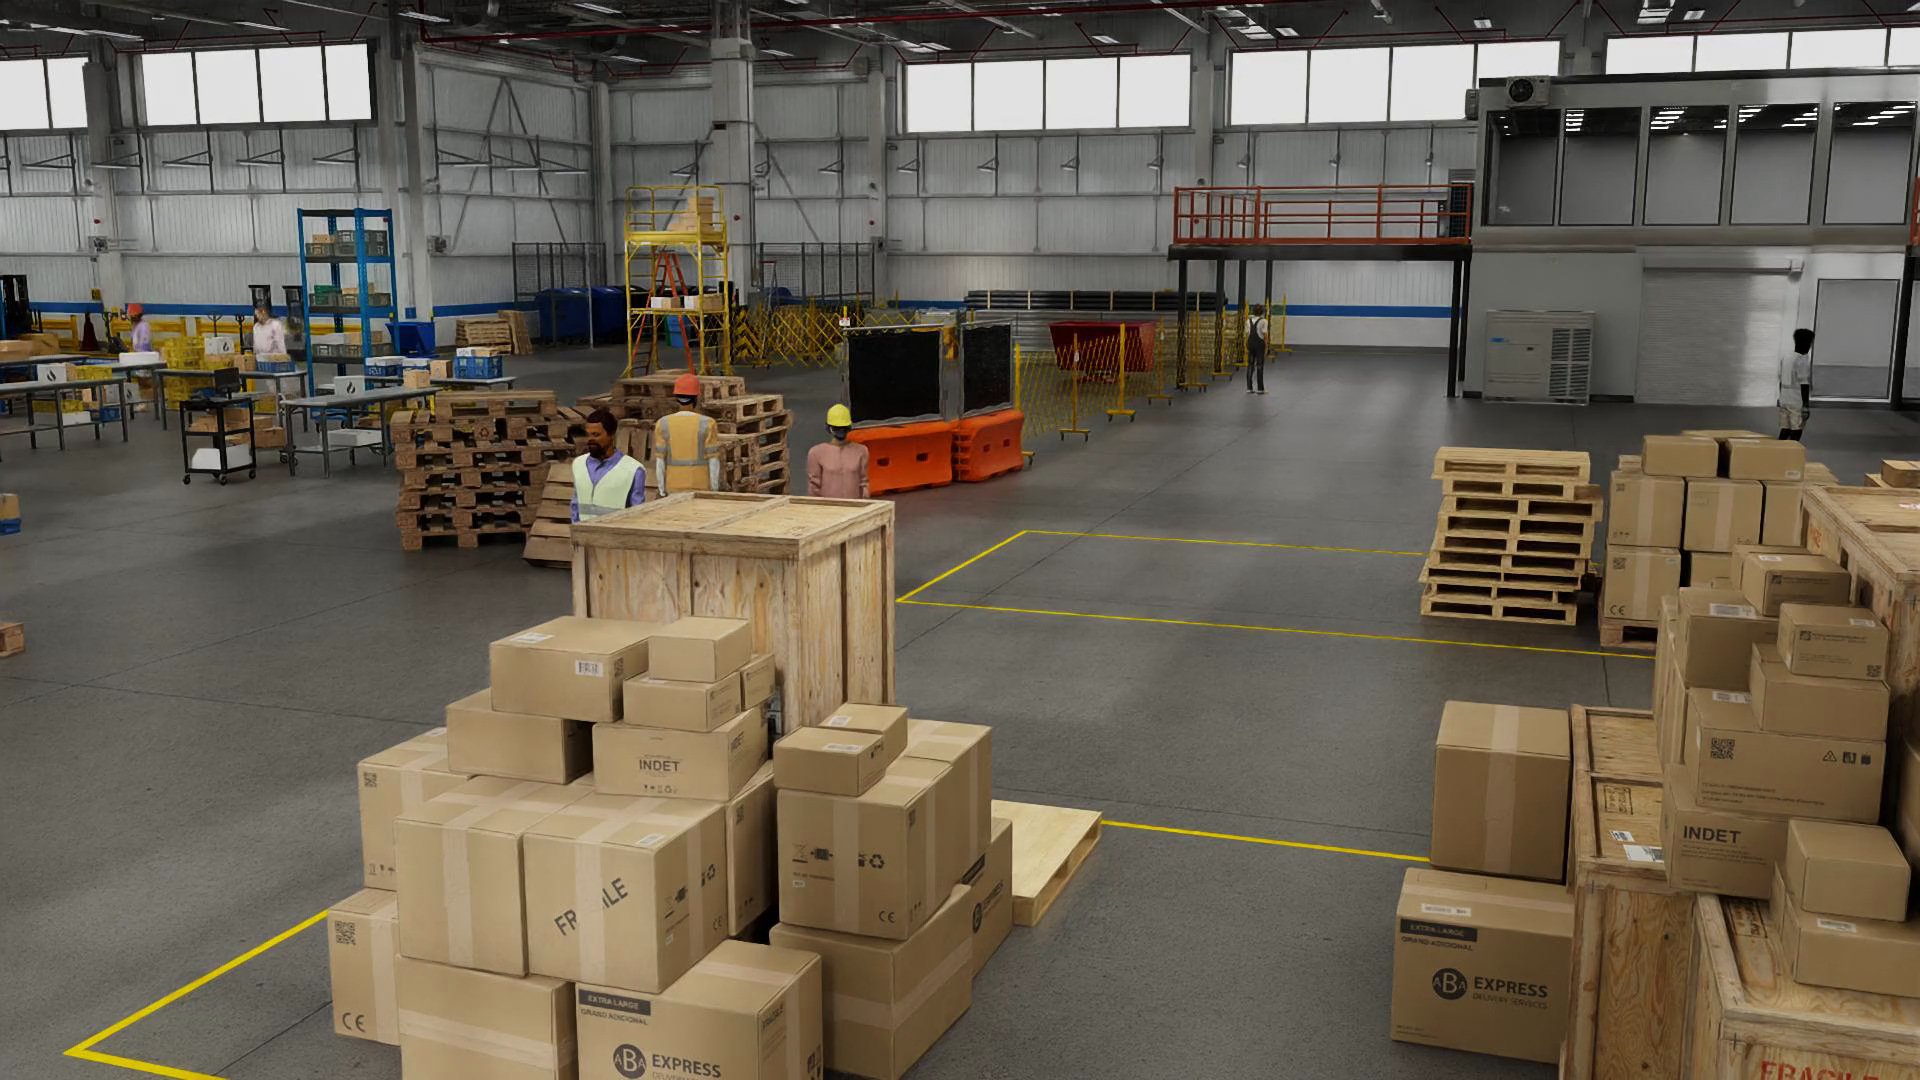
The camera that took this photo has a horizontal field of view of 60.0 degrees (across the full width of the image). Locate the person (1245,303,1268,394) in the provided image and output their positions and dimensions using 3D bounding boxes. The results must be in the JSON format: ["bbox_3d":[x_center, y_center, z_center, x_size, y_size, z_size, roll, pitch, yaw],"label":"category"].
[{"bbox_3d":[6.048,-3.889,33.892,0.506,1.847,0.345,8,13,39],"label":"person"}]

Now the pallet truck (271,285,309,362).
[{"bbox_3d":[-17.147,-5.700,43.663,0.823,1.965,1.885,3,11,17],"label":"pallet truck"}]

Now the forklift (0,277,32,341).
[{"bbox_3d":[-27.151,-6.329,46.328,1.157,1.987,2.680,3,11,17],"label":"forklift"}]

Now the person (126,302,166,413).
[{"bbox_3d":[-14.731,-3.284,30.024,0.541,2.015,0.647,-10,14,-44],"label":"person"}]

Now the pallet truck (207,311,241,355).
[{"bbox_3d":[-19.537,-5.575,44.913,0.653,1.274,1.630,3,11,19],"label":"pallet truck"}]

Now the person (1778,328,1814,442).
[{"bbox_3d":[10.873,-1.774,21.641,0.368,1.966,0.603,0,10,-3],"label":"person"}]

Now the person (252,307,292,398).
[{"bbox_3d":[-13.167,-3.506,31.679,0.676,1.872,0.396,4,11,22],"label":"person"}]

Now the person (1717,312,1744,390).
[{"bbox_3d":[15.738,-3.893,33.844,0.942,1.863,0.652,0,10,-1],"label":"person"}]

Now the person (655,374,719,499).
[{"bbox_3d":[-2.333,-0.458,14.310,0.547,1.939,0.376,0,10,3],"label":"person"}]

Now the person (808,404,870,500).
[{"bbox_3d":[-0.966,-0.219,13.448,0.527,1.768,0.331,-4,11,-21],"label":"person"}]

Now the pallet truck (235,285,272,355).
[{"bbox_3d":[-18.327,-5.835,44.421,0.823,1.965,1.885,4,11,23],"label":"pallet truck"}]

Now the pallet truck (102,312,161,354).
[{"bbox_3d":[-23.057,-5.777,46.261,0.680,1.201,1.601,3,11,19],"label":"pallet truck"}]

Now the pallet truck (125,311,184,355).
[{"bbox_3d":[-22.038,-5.665,45.457,0.704,1.261,1.522,3,11,17],"label":"pallet truck"}]

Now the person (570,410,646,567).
[{"bbox_3d":[-2.419,0.057,11.457,0.588,1.920,0.391,5,11,24],"label":"person"}]
